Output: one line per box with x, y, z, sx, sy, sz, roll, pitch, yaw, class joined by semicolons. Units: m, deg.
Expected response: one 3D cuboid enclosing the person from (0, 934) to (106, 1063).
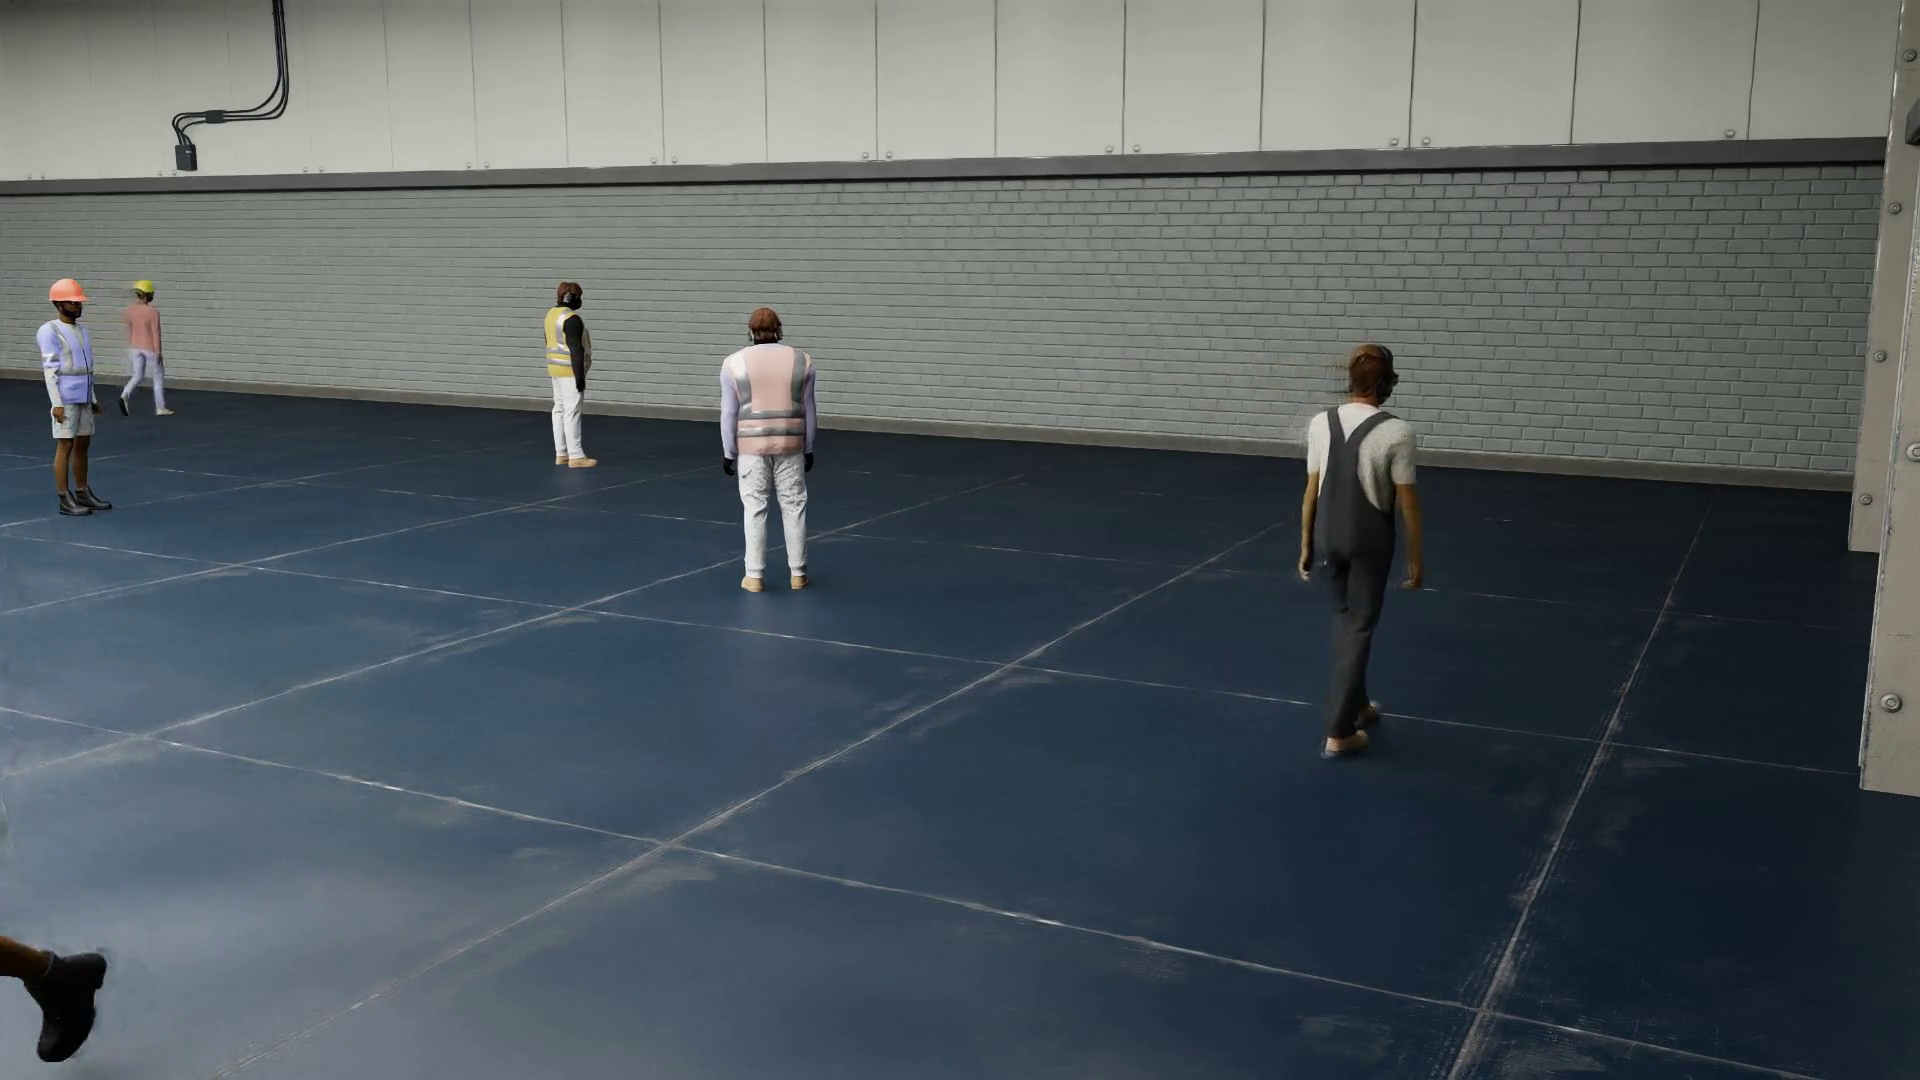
-2.682;0.582;4.211;0.547;1.918;0.786;7;12;33;person

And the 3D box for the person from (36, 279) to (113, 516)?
-7.304;-1.175;13.729;0.364;1.939;0.542;1;10;7;person

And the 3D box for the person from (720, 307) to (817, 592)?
-1.235;-0.578;10.761;0.620;1.837;0.430;-3;11;-14;person

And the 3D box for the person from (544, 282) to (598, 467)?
-3.887;-1.645;16.578;0.430;1.837;0.624;-7;13;-35;person

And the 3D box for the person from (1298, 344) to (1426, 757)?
1.857;0.031;7.475;0.534;1.816;0.773;10;14;44;person

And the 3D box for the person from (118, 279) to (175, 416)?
-10.326;-2.412;20.987;0.524;1.747;0.689;3;11;15;person
